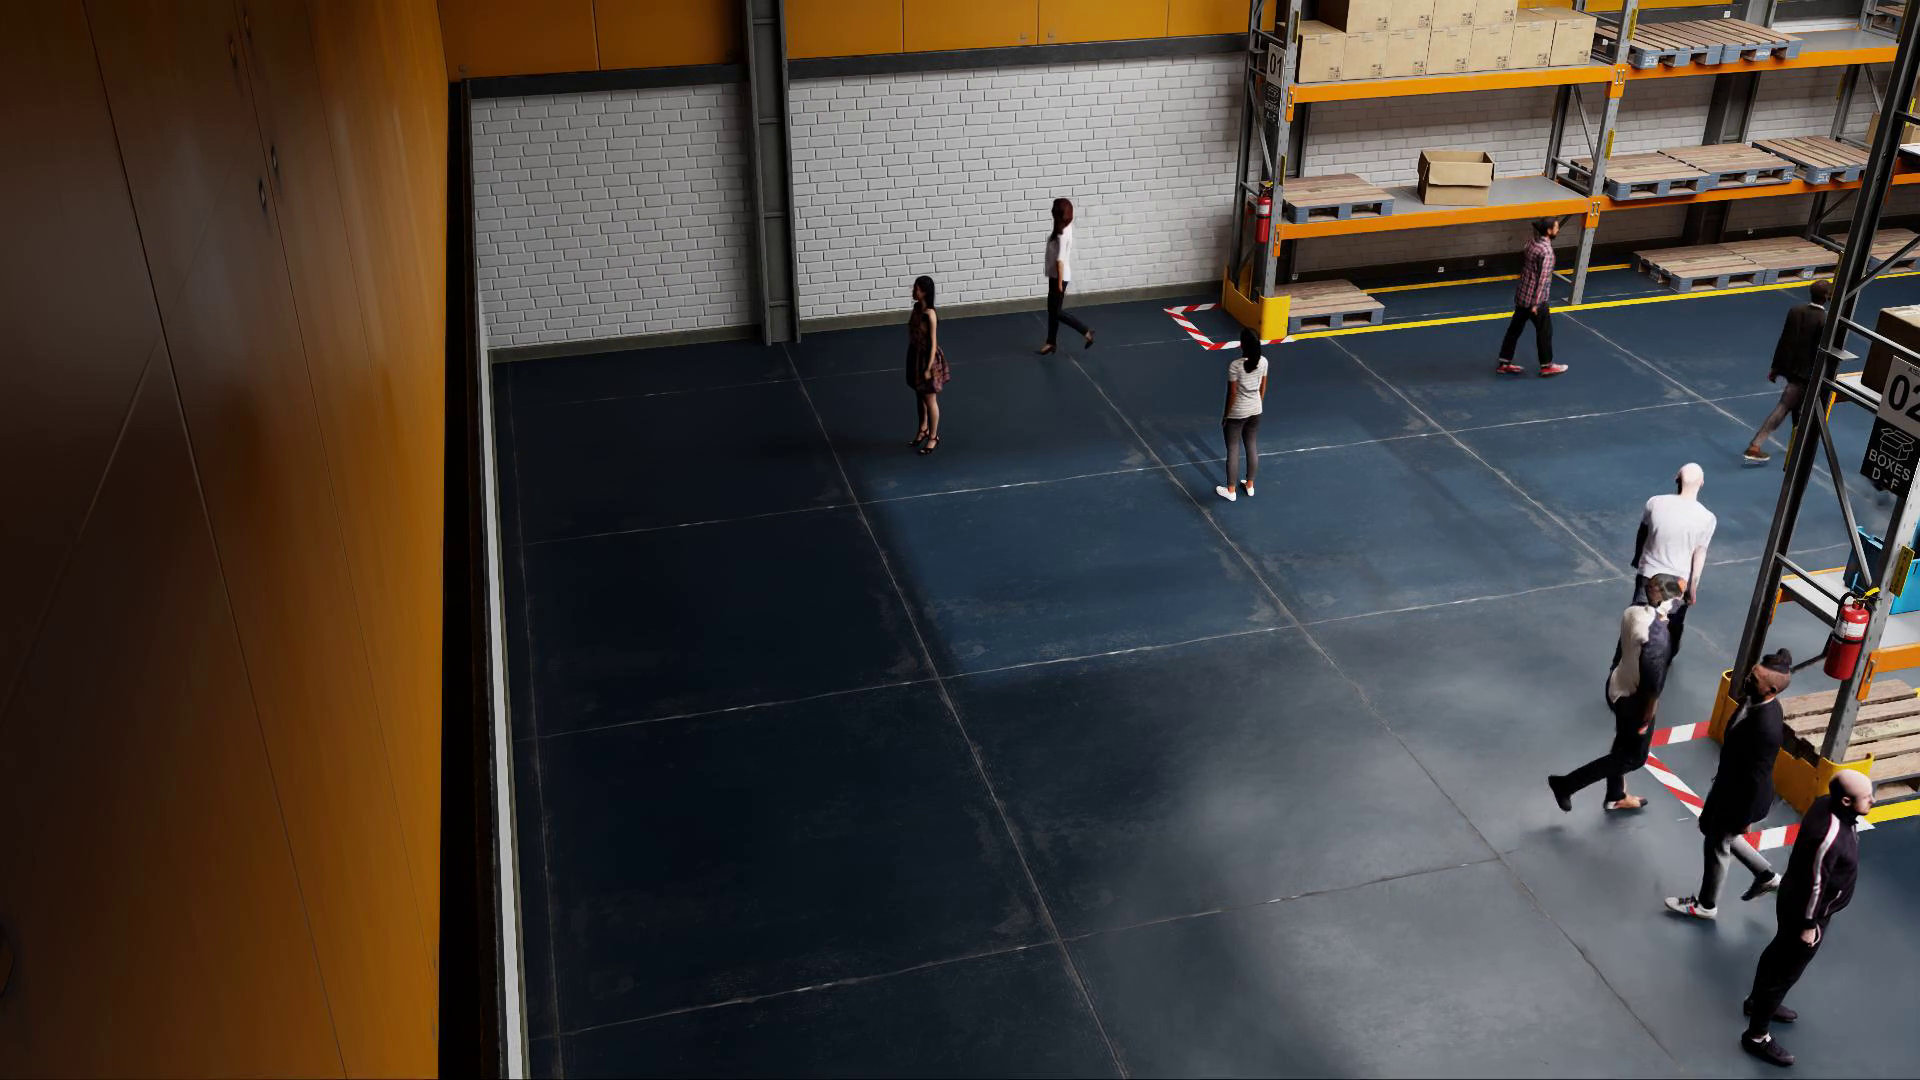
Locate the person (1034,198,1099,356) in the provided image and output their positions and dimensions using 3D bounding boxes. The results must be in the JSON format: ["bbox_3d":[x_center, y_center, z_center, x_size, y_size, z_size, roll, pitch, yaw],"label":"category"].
[{"bbox_3d":[1.150,-2.793,17.876,1.002,1.780,0.794,2,29,4],"label":"person"}]

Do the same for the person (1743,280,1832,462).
[{"bbox_3d":[7.799,-1.532,15.594,1.223,1.751,0.722,-9,30,-17],"label":"person"}]

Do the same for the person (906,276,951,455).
[{"bbox_3d":[-0.345,-1.670,15.822,0.724,1.774,0.712,-13,31,-22],"label":"person"}]

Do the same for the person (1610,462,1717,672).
[{"bbox_3d":[5.094,0.339,12.135,1.183,1.779,1.350,21,35,34],"label":"person"}]

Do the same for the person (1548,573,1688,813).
[{"bbox_3d":[4.280,1.033,10.761,1.086,1.876,0.927,-1,29,-1],"label":"person"}]

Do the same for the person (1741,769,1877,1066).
[{"bbox_3d":[4.593,1.991,9.048,0.811,1.835,0.764,14,32,24],"label":"person"}]

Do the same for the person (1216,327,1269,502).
[{"bbox_3d":[2.560,-1.146,14.995,0.529,1.647,0.667,-13,31,-23],"label":"person"}]

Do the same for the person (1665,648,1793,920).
[{"bbox_3d":[4.730,1.483,9.867,1.048,1.941,0.961,8,30,15],"label":"person"}]

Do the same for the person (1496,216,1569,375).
[{"bbox_3d":[5.944,-2.545,17.469,0.955,1.734,0.717,-6,29,-11],"label":"person"}]
